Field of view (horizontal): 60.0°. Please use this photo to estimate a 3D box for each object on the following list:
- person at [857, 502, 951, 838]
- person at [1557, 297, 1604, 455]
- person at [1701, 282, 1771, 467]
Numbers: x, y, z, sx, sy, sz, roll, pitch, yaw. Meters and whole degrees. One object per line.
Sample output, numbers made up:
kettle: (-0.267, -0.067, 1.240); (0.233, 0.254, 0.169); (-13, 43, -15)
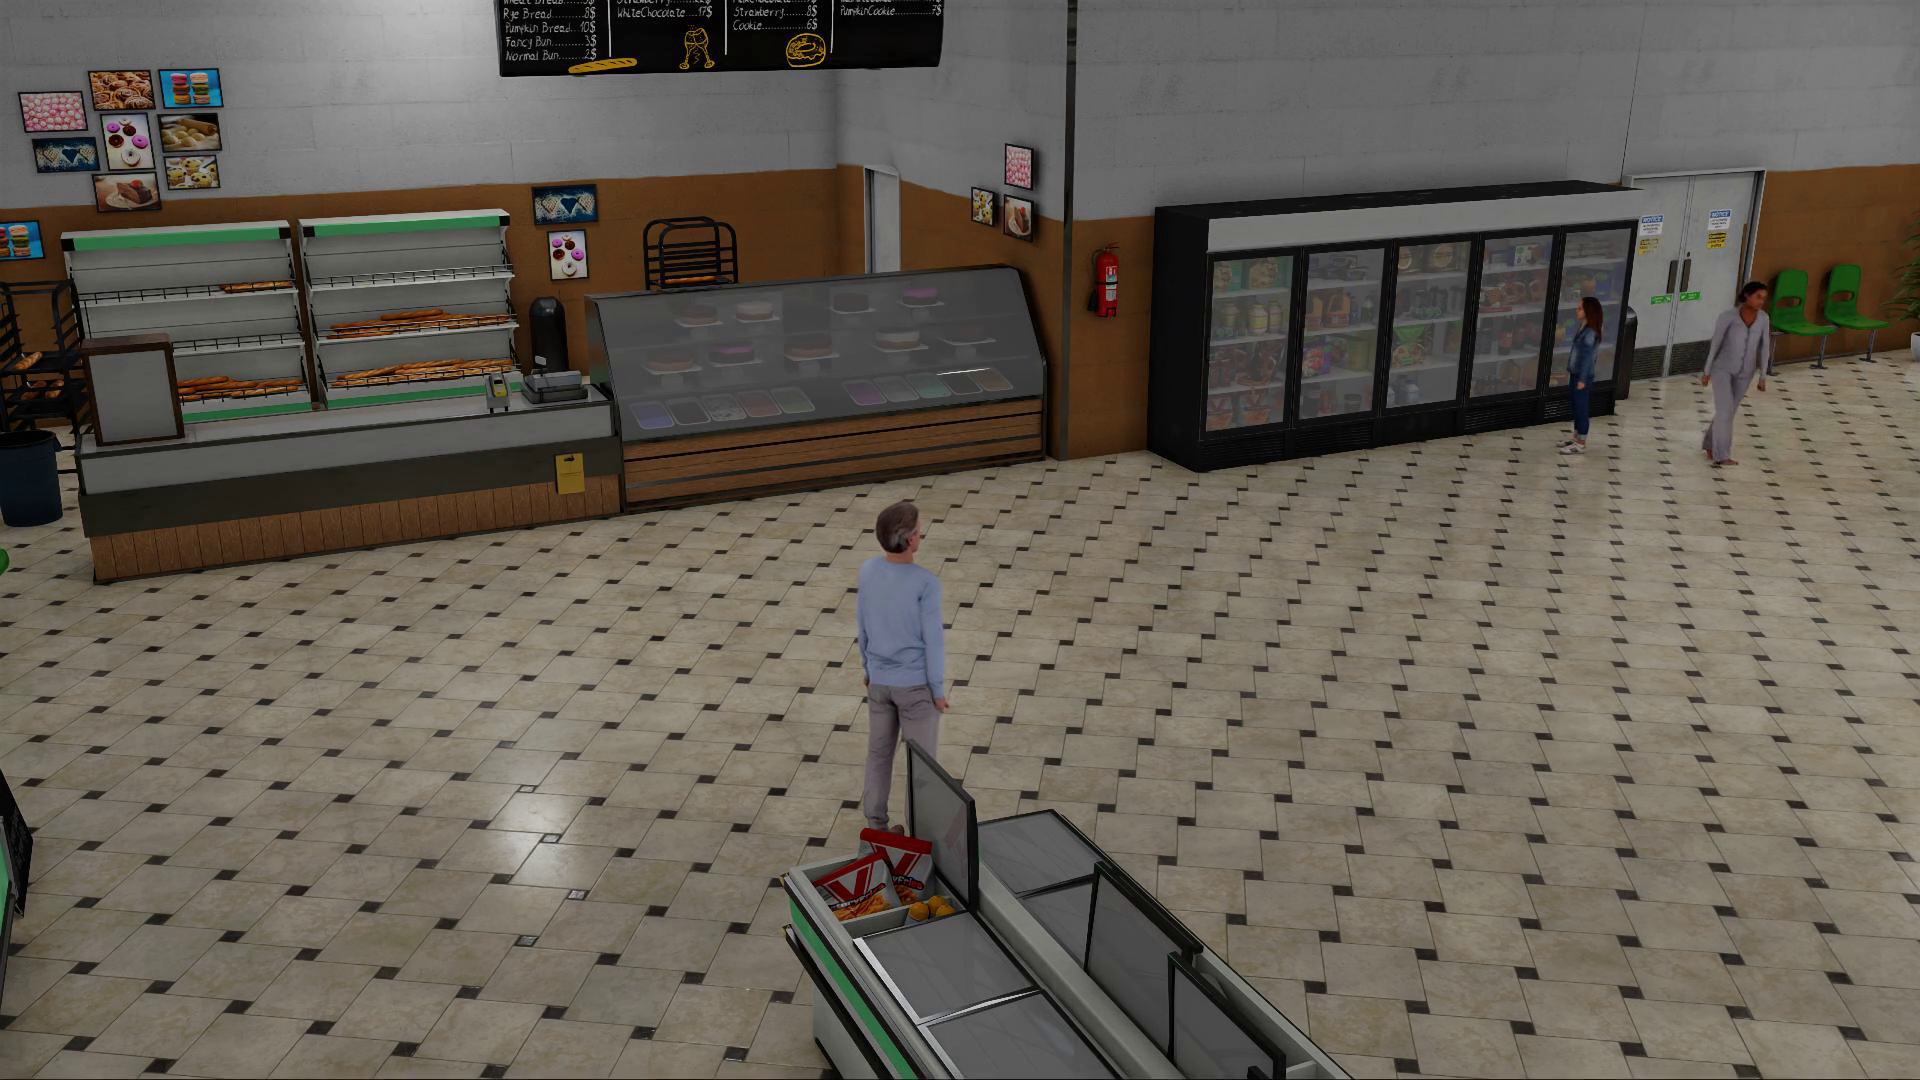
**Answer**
person: (-0.290, 0.722, 8.272); (0.683, 1.893, 0.802); (13, 23, 34)
person: (5.870, -1.557, 15.681); (0.695, 1.476, 0.595); (3, 19, 8)
person: (7.066, -1.557, 15.329); (0.891, 1.703, 1.083); (2, 19, 5)
